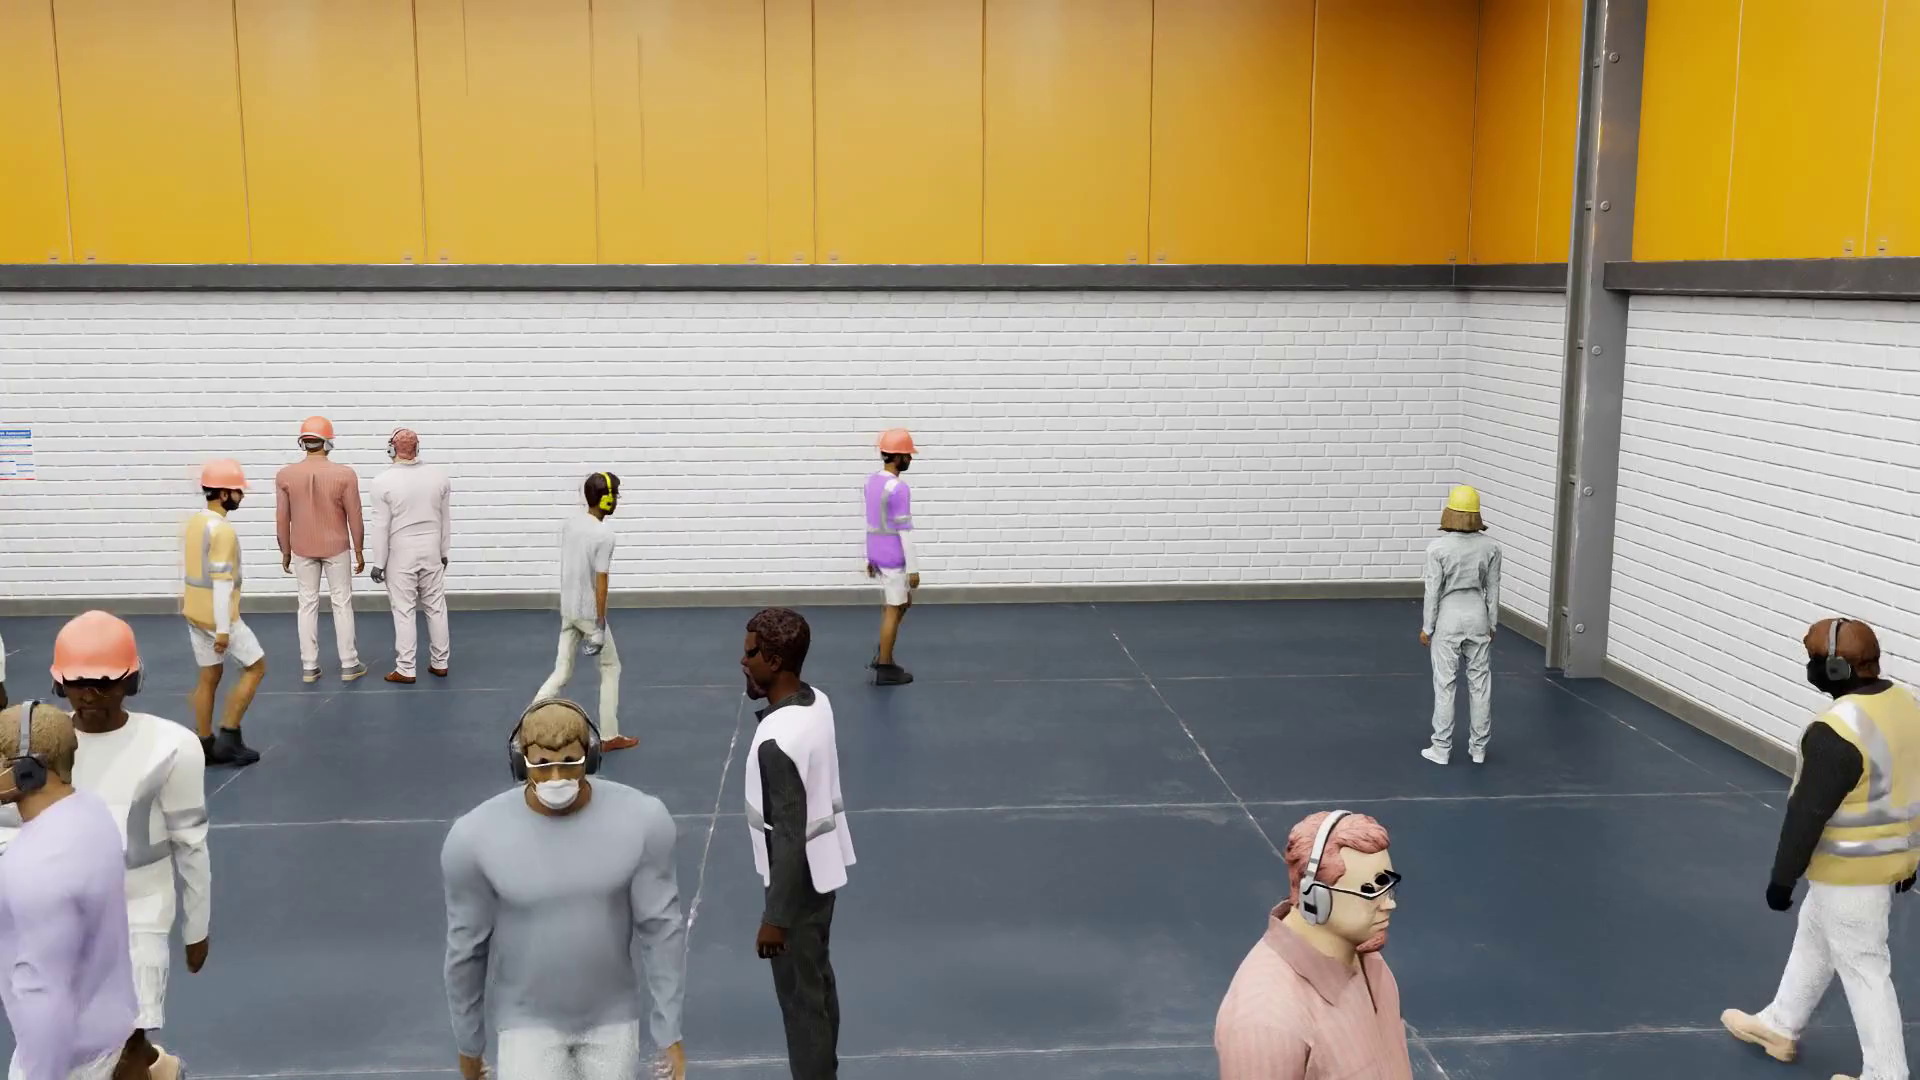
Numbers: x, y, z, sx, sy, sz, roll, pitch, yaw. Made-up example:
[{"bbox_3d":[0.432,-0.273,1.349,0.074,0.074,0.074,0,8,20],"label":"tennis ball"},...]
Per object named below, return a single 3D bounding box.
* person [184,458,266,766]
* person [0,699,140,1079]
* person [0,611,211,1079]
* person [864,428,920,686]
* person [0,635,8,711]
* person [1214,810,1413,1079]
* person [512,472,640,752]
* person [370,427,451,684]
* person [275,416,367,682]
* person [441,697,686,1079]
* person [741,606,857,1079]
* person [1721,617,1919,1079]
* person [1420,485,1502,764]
[{"bbox_3d":[-4.542,0.455,10.242,0.560,1.914,0.491,8,12,41],"label":"person"},{"bbox_3d":[-2.392,1.367,4.540,0.742,1.917,0.641,-3,10,-19],"label":"person"},{"bbox_3d":[-2.722,1.186,5.382,0.610,2.013,0.983,-1,9,-5],"label":"person"},{"bbox_3d":[-0.473,0.130,12.278,0.443,1.916,0.566,-5,10,-27],"label":"person"},{"bbox_3d":[-5.220,0.716,8.465,0.609,1.967,0.833,-7,12,-39],"label":"person"},{"bbox_3d":[0.795,1.511,3.648,0.401,1.906,0.650,5,10,30],"label":"person"},{"bbox_3d":[-2.412,0.494,10.355,0.522,1.821,0.841,7,11,36],"label":"person"},{"bbox_3d":[-4.108,0.114,12.414,0.403,1.911,0.637,8,12,42],"label":"person"},{"bbox_3d":[-4.770,0.066,12.454,0.623,1.989,0.400,-1,9,-6],"label":"person"},{"bbox_3d":[-1.064,1.364,4.571,0.626,1.915,0.610,-4,10,-24],"label":"person"},{"bbox_3d":[-0.563,1.175,5.723,0.396,1.919,0.590,1,9,5],"label":"person"},{"bbox_3d":[3.157,1.167,6.135,0.637,1.801,0.878,-7,12,-39],"label":"person"},{"bbox_3d":[3.101,0.527,10.339,0.484,1.745,0.297,-1,9,-4],"label":"person"}]
